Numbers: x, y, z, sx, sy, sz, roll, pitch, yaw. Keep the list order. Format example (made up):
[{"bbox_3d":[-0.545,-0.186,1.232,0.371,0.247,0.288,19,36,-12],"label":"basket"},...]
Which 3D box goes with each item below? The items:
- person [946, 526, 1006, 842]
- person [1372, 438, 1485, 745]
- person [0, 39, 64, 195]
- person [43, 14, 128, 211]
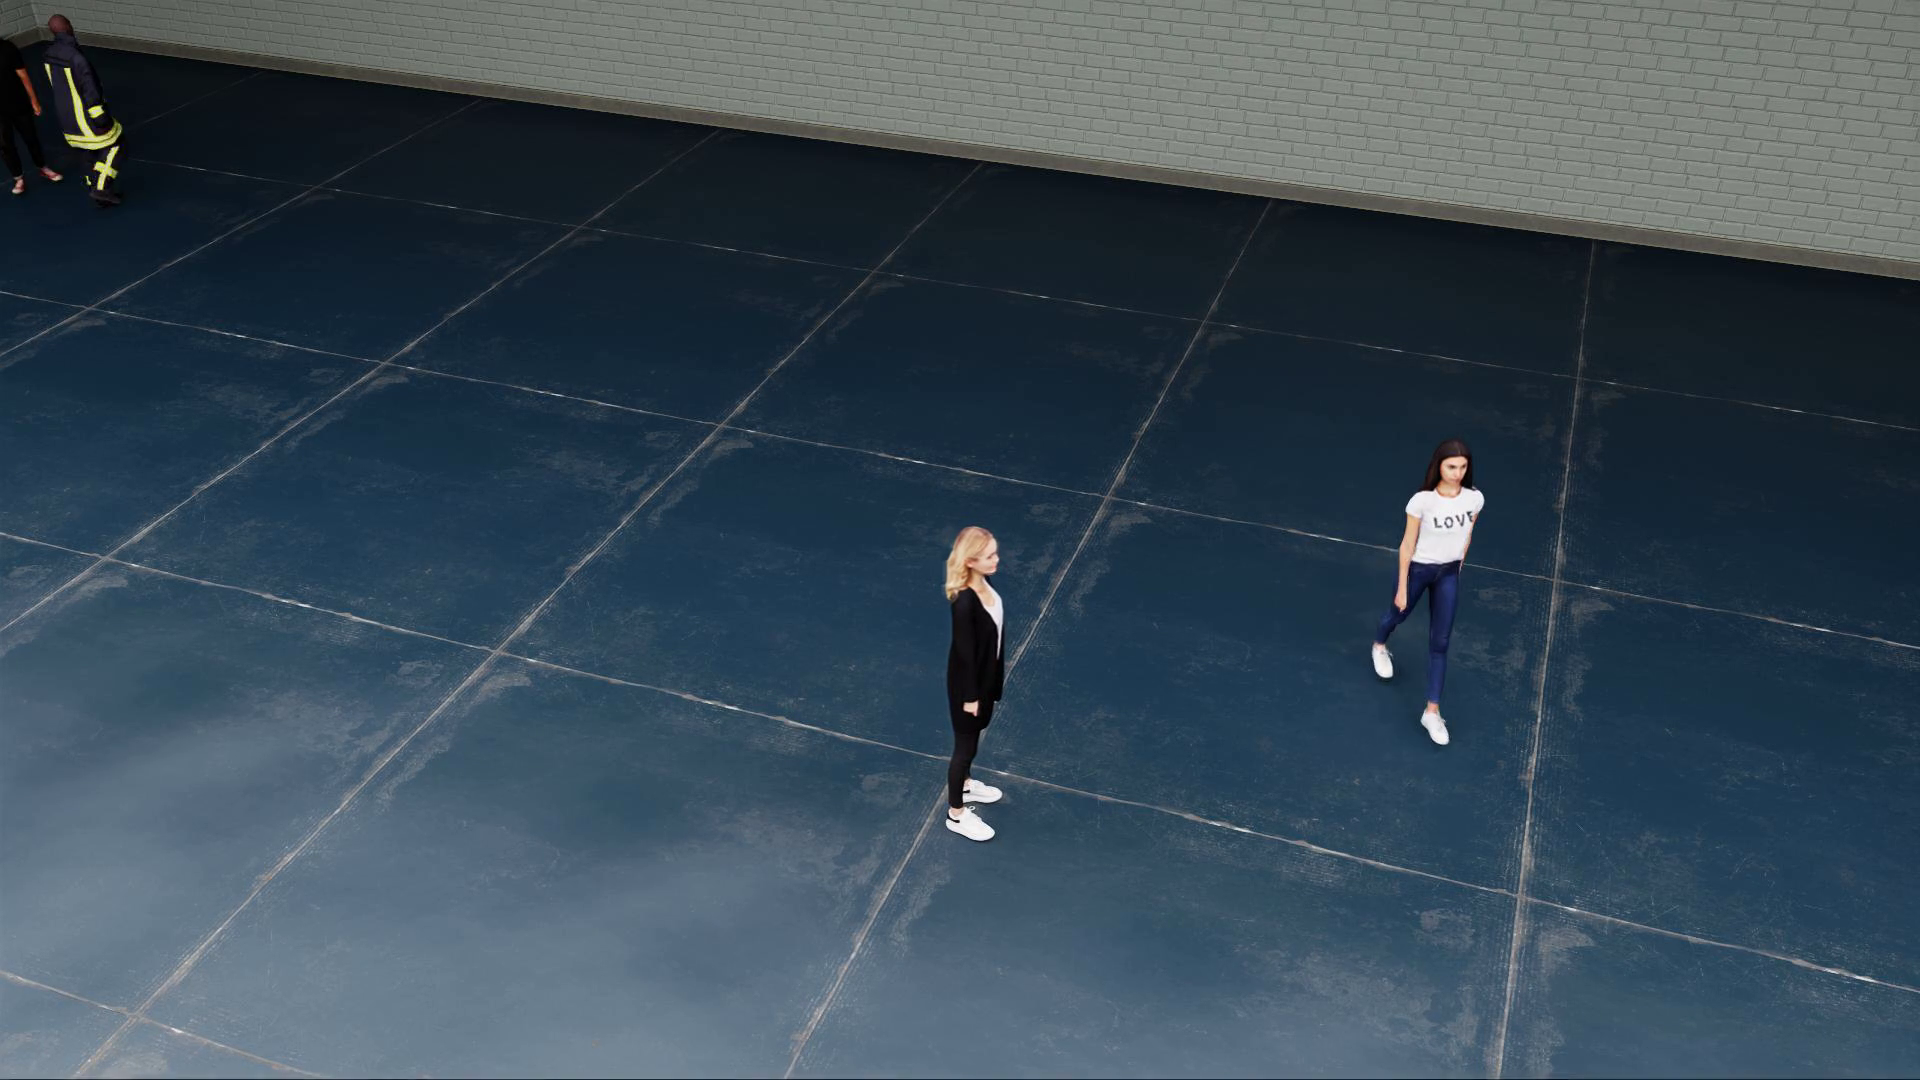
[{"bbox_3d":[0.059,0.703,8.401,0.696,1.801,0.494,6,33,9],"label":"person"},{"bbox_3d":[2.559,0.178,9.279,0.967,1.723,1.211,-4,33,-6],"label":"person"},{"bbox_3d":[-9.157,-4.215,16.031,0.911,1.726,0.973,-15,36,-22],"label":"person"},{"bbox_3d":[-8.294,-3.979,15.601,0.783,1.799,0.813,17,37,24],"label":"person"}]
